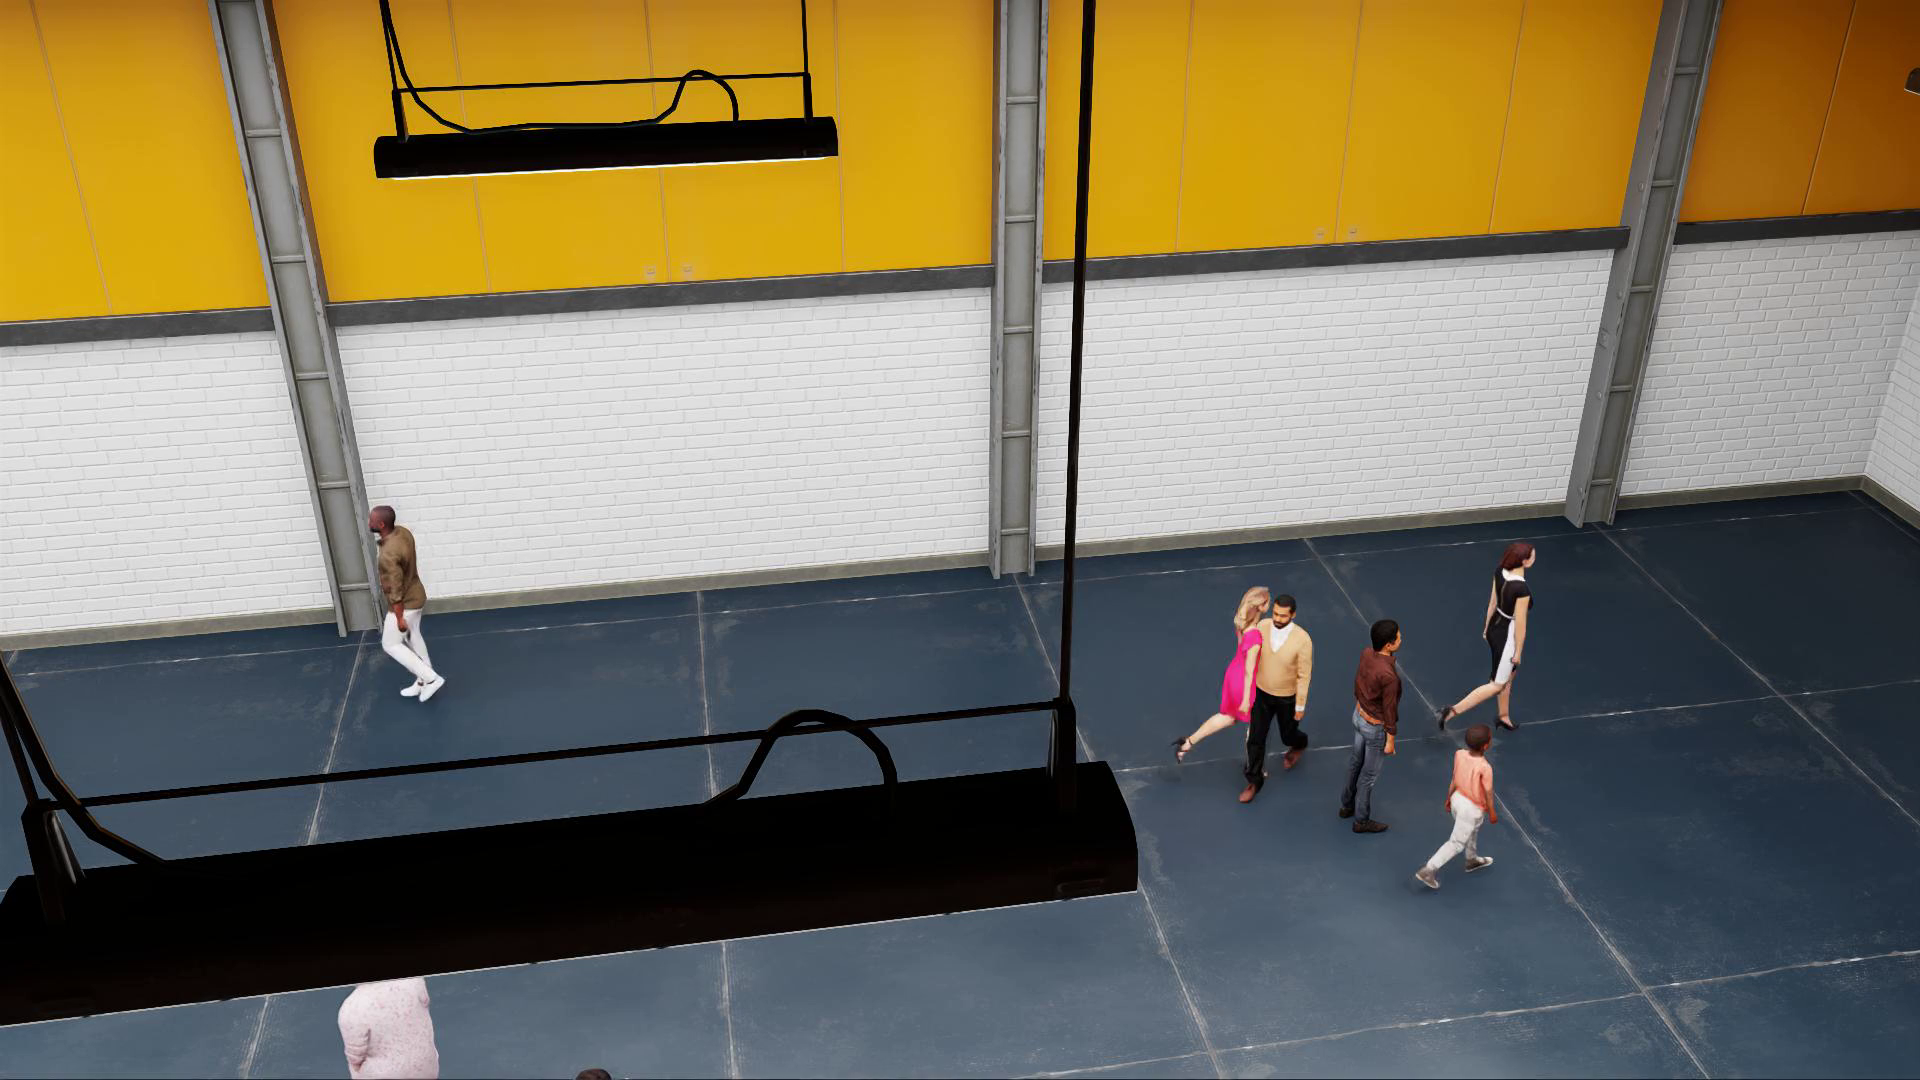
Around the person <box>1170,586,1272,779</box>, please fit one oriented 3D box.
[{"bbox_3d":[2.067,1.115,12.744,1.017,1.695,0.632,-3,29,-5],"label":"person"}]

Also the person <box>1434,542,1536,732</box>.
[{"bbox_3d":[4.232,0.834,13.174,1.053,1.776,0.636,-7,29,-12],"label":"person"}]

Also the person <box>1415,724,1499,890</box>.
[{"bbox_3d":[3.531,1.893,11.732,0.944,1.298,0.598,-9,30,-16],"label":"person"}]

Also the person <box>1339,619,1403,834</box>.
[{"bbox_3d":[3.026,1.352,12.220,0.539,1.780,0.668,-8,30,-14],"label":"person"}]

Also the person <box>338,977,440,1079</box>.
[{"bbox_3d":[-3.198,2.915,9.394,0.860,1.742,0.768,25,37,38],"label":"person"}]

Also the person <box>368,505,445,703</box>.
[{"bbox_3d":[-4.505,0.523,13.706,0.718,1.813,0.759,-1,29,-2],"label":"person"}]

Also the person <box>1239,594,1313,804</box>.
[{"bbox_3d":[2.457,1.136,12.667,1.095,1.731,1.157,18,34,30],"label":"person"}]
